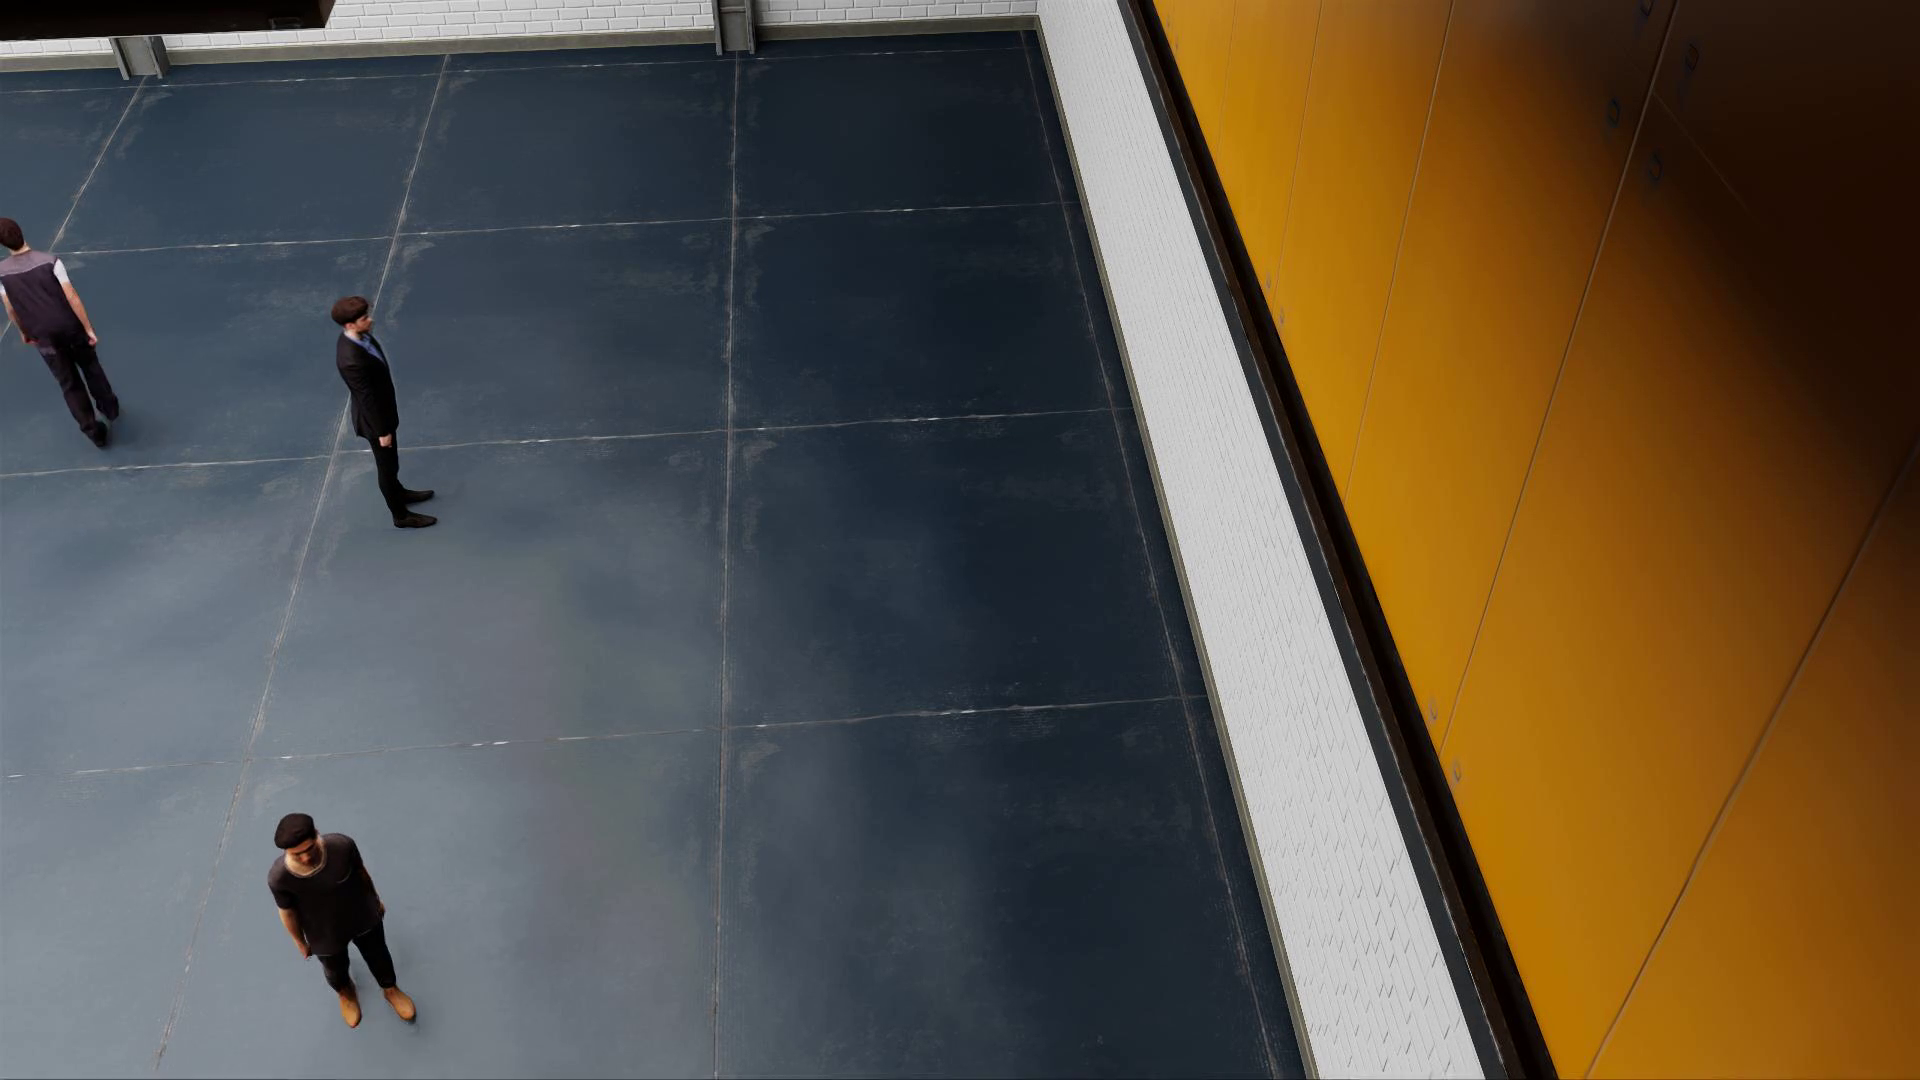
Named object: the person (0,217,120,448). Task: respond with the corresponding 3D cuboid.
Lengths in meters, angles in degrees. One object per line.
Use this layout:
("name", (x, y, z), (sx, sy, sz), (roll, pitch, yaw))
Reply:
("person", (-6.612, -1.489, 12.230), (0.847, 1.816, 0.875), (-12, 45, -13))

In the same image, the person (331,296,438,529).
("person", (-4.056, -0.886, 11.545), (0.673, 1.887, 0.732), (-11, 45, -12))

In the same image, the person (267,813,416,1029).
("person", (-3.263, 1.947, 8.688), (0.766, 1.727, 0.837), (-28, 50, -26))
